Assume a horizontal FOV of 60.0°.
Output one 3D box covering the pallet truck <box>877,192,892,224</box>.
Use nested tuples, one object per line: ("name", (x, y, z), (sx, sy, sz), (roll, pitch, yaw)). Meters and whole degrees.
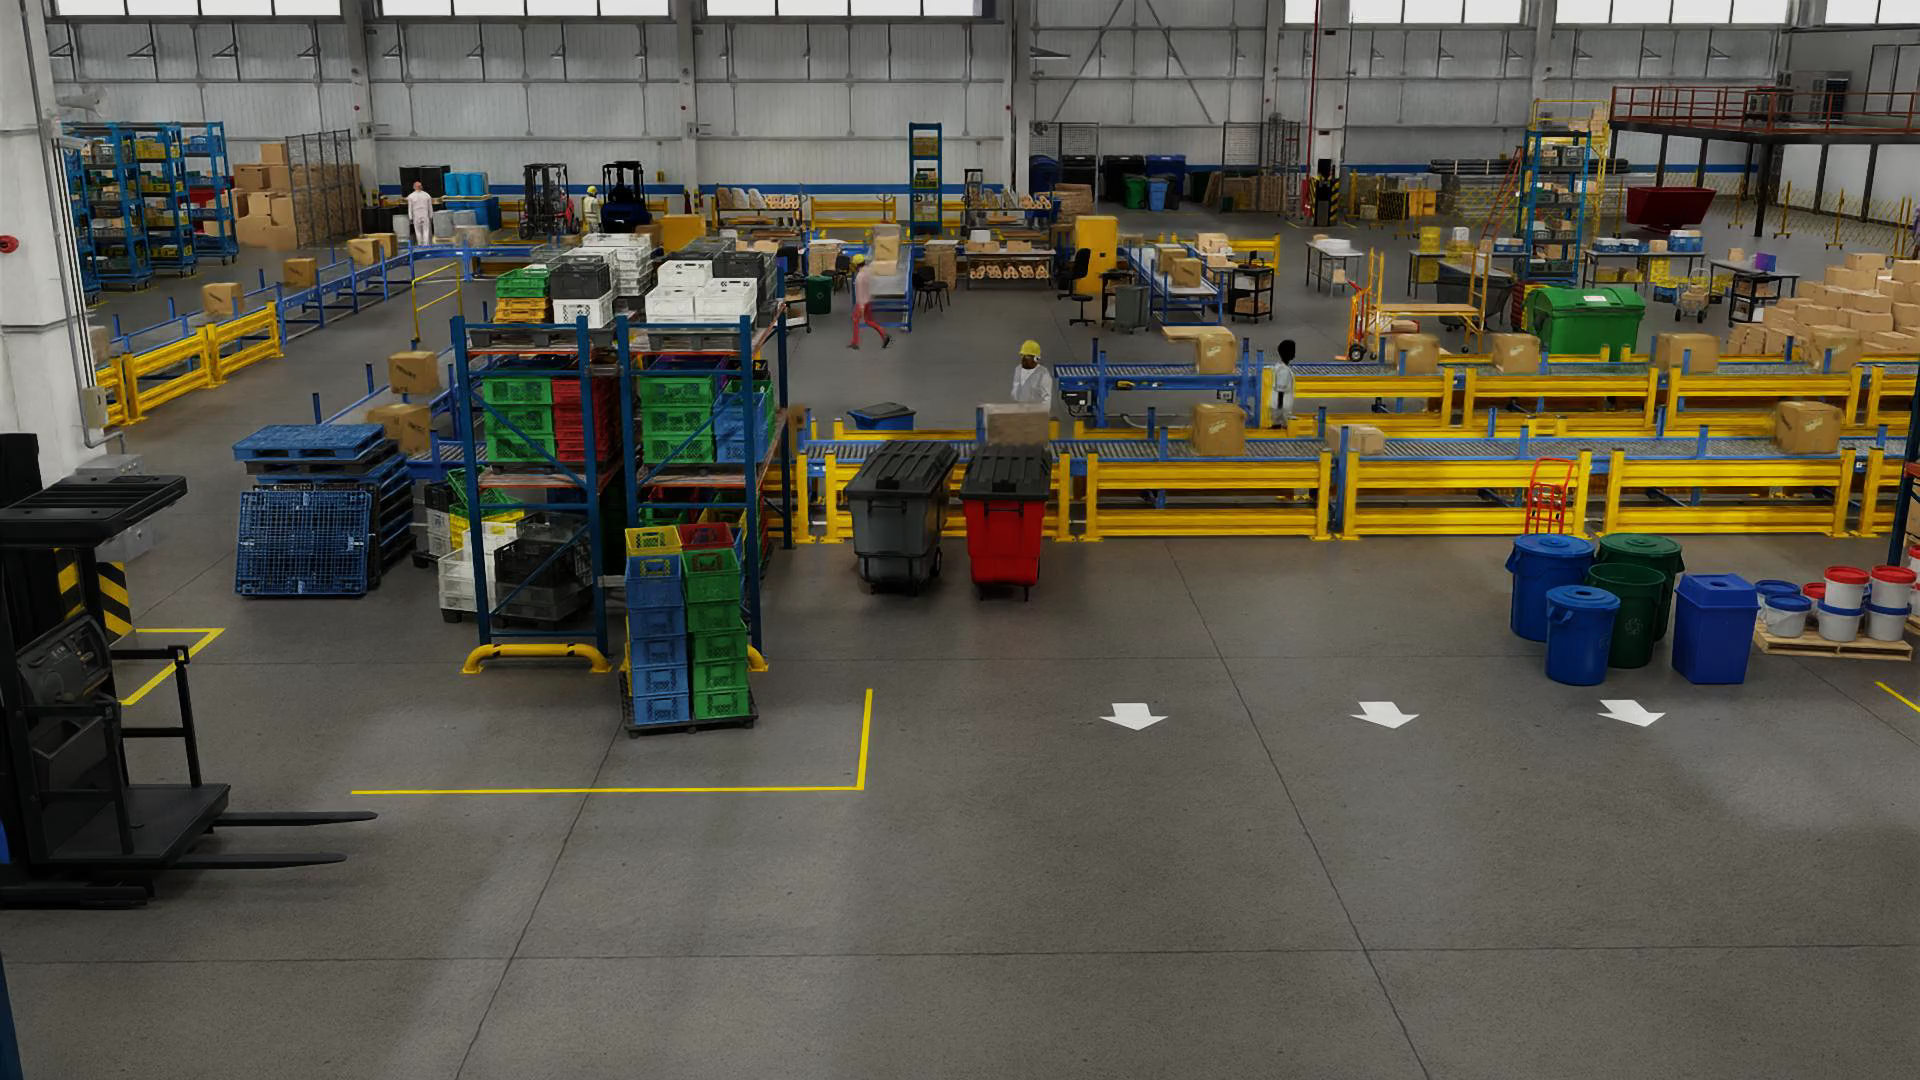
("pallet truck", (-2.277, -9.986, 50.594), (0.653, 1.274, 1.630), (0, 16, -1))

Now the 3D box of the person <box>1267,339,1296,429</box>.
("person", (4.053, -1.748, 21.296), (0.709, 1.674, 0.543), (1, 16, 5))

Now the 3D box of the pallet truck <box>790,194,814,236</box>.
("pallet truck", (-4.814, -9.883, 50.259), (0.704, 1.261, 1.522), (-1, 16, -3))

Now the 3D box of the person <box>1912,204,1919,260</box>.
("person", (23.938, -7.656, 41.195), (0.605, 2.034, 0.397), (12, 20, 35))

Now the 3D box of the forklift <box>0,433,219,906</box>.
("forklift", (-5.952, 0.780, 10.366), (1.873, 2.768, 1.129), (0, 16, -1))

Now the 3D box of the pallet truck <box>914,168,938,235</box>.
("pallet truck", (-0.989, -10.316, 50.507), (0.823, 1.965, 1.885), (1, 16, 3))

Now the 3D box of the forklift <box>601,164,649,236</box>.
("forklift", (-9.948, -10.127, 49.296), (1.157, 1.987, 2.680), (-1, 16, -3))

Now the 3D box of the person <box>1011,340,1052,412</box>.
("person", (0.836, -1.521, 20.222), (0.591, 1.837, 0.403), (15, 22, 42))

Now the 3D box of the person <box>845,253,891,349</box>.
("person", (-1.680, -4.311, 30.093), (0.765, 1.739, 0.518), (6, 17, 20))

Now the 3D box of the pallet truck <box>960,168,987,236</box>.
("pallet truck", (0.383, -10.230, 50.206), (0.823, 1.965, 1.885), (-1, 16, -3))

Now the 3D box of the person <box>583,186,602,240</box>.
("person", (-9.920, -8.656, 45.026), (0.591, 1.834, 0.404), (12, 20, 36))

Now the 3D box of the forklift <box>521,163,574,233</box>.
("forklift", (-12.233, -10.122, 49.298), (1.157, 1.987, 2.680), (0, 16, -1))

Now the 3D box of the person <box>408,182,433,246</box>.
("person", (-14.829, -8.887, 45.725), (0.655, 1.897, 0.534), (-10, 19, -32))

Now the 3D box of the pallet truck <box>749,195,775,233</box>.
("pallet truck", (-6.051, -9.967, 50.660), (0.680, 1.201, 1.601), (0, 16, -1))
